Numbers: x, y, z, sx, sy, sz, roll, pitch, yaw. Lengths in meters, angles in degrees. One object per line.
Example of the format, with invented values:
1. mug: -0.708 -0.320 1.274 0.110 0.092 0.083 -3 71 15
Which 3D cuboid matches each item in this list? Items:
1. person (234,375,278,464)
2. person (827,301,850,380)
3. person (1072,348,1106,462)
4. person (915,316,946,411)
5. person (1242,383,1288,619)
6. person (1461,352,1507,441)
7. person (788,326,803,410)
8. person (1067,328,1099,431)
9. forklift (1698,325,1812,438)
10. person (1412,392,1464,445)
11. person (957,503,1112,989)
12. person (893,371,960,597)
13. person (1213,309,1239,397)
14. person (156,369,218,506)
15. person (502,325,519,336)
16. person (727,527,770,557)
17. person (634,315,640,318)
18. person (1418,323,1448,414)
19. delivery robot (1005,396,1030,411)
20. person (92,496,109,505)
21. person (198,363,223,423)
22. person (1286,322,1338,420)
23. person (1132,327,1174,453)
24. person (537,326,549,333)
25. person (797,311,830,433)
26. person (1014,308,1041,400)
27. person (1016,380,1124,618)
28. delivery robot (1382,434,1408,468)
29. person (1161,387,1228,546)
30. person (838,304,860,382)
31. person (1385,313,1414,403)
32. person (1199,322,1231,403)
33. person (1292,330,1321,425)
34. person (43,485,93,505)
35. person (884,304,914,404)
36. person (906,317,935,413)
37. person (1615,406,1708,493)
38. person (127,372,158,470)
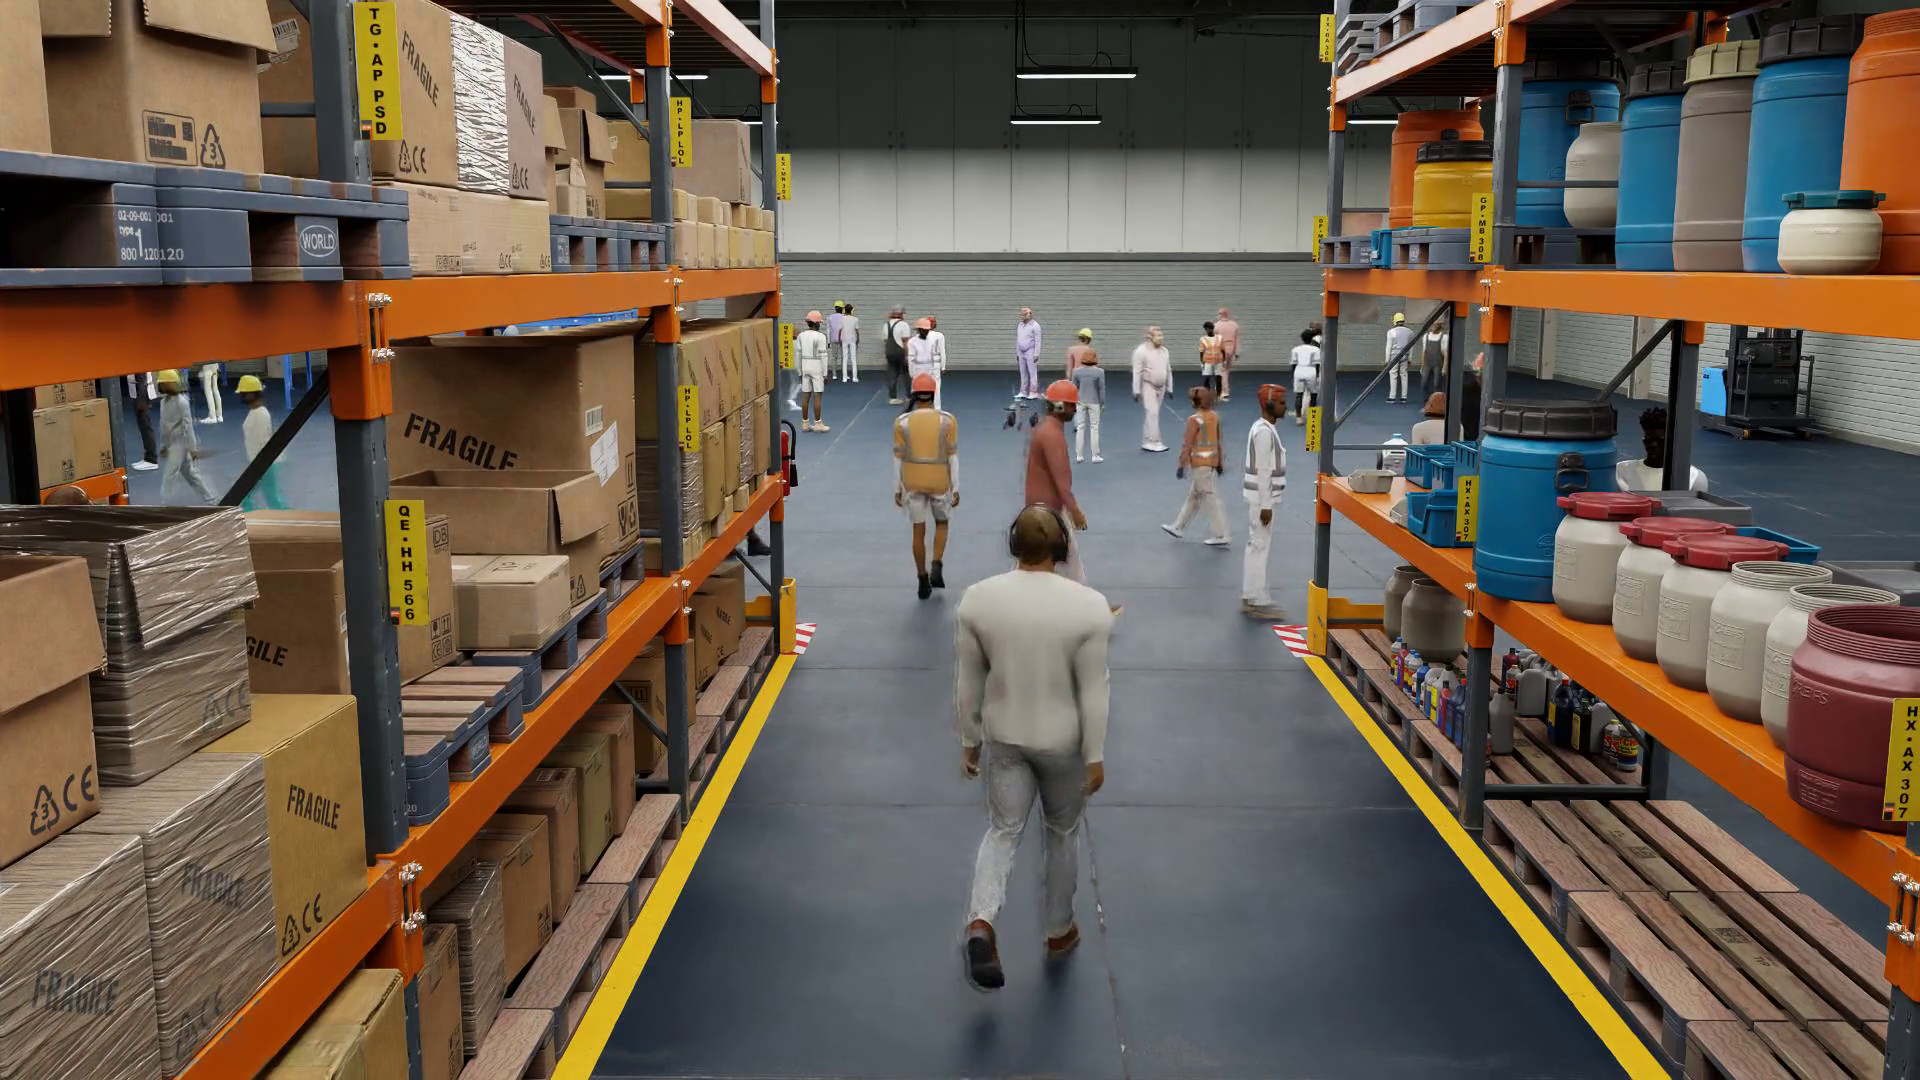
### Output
1. person: -6.985 -0.742 16.401 0.670 1.743 0.528 -8 12 -39
2. person: -2.955 -4.876 40.617 0.584 1.918 0.381 1 10 8
3. person: 1.846 -1.934 23.838 0.507 1.636 0.277 4 10 22
4. person: -0.536 -3.156 30.425 0.574 1.882 0.356 2 10 13
5. person: 2.463 -0.325 13.458 0.337 1.882 0.583 1 10 9
6. person: 5.154 -0.900 16.615 0.644 1.979 0.481 -3 10 -16
7. person: -3.150 -3.315 32.161 0.344 1.618 0.526 -5 11 -29
8. person: 2.146 -2.736 28.343 0.550 1.719 0.867 6 11 31
9. forklift: 13.248 -3.165 27.620 1.129 2.768 1.873 0 9 1
10. person: 4.512 -0.587 15.774 0.498 1.634 0.279 0 9 1
11. person: 0.267 0.812 6.590 0.633 1.917 0.822 3 10 19
12. person: -0.291 -0.481 14.277 0.586 1.920 0.419 1 9 3
13. person: 5.579 -4.002 35.558 0.650 1.853 0.983 -4 10 -21
14. person: -8.620 -1.042 18.334 0.493 1.702 0.927 8 12 39
15. person: -8.541 -3.390 31.655 0.353 1.937 0.635 -1 10 -8
16. person: -2.070 -0.782 16.096 0.780 1.913 0.571 -1 10 -5
17. person: -7.419 -4.533 39.310 0.740 1.671 0.542 5 11 27
18. person: 8.816 -3.242 31.089 0.541 1.828 0.632 8 12 38
19. delivery robot: 1.009 -2.377 28.793 0.335 0.223 0.698 4 10 22
20. person: -7.031 -0.330 13.357 0.594 1.926 0.371 -8 12 -38
21. person: -13.442 -3.029 29.740 0.320 1.865 0.514 1 10 8
22. person: 6.425 -3.049 30.080 0.997 1.784 0.652 5 11 26
23. person: 2.997 -2.246 24.975 0.674 1.877 0.833 -7 12 -37
24. person: -10.343 -4.894 41.662 0.820 1.606 0.507 8 12 39
25. person: -2.461 -2.846 28.088 0.614 2.041 0.393 7 12 35
26. person: 1.403 -3.900 34.829 0.399 1.903 0.642 -8 12 -39
27. person: 0.817 -0.254 12.843 0.995 1.939 0.605 1 10 8
28. delivery robot: 5.897 -1.191 22.466 0.477 0.478 0.707 2 10 12
29. person: 2.383 -0.753 16.865 0.853 1.586 0.539 7 12 36
30. person: -2.660 -4.715 39.803 0.535 1.868 0.309 0 9 -1
31. person: 8.921 -3.703 33.857 0.600 1.827 0.404 -2 10 -14
32. person: 5.174 -3.594 33.708 0.689 1.659 0.370 -1 9 -4
33. person: 6.153 -2.878 29.365 0.553 1.663 0.769 6 11 32
34. person: -4.071 0.655 7.721 0.633 1.839 0.429 -3 10 -16
35. person: -1.145 -3.745 33.603 0.707 2.000 0.758 9 13 44
36. person: -0.693 -2.882 28.691 0.554 1.917 0.690 -5 11 -26
37. person: 4.316 0.145 10.400 0.608 1.966 0.371 5 11 26
38. person: -11.336 -1.942 23.046 0.370 1.916 0.597 -5 11 -27
